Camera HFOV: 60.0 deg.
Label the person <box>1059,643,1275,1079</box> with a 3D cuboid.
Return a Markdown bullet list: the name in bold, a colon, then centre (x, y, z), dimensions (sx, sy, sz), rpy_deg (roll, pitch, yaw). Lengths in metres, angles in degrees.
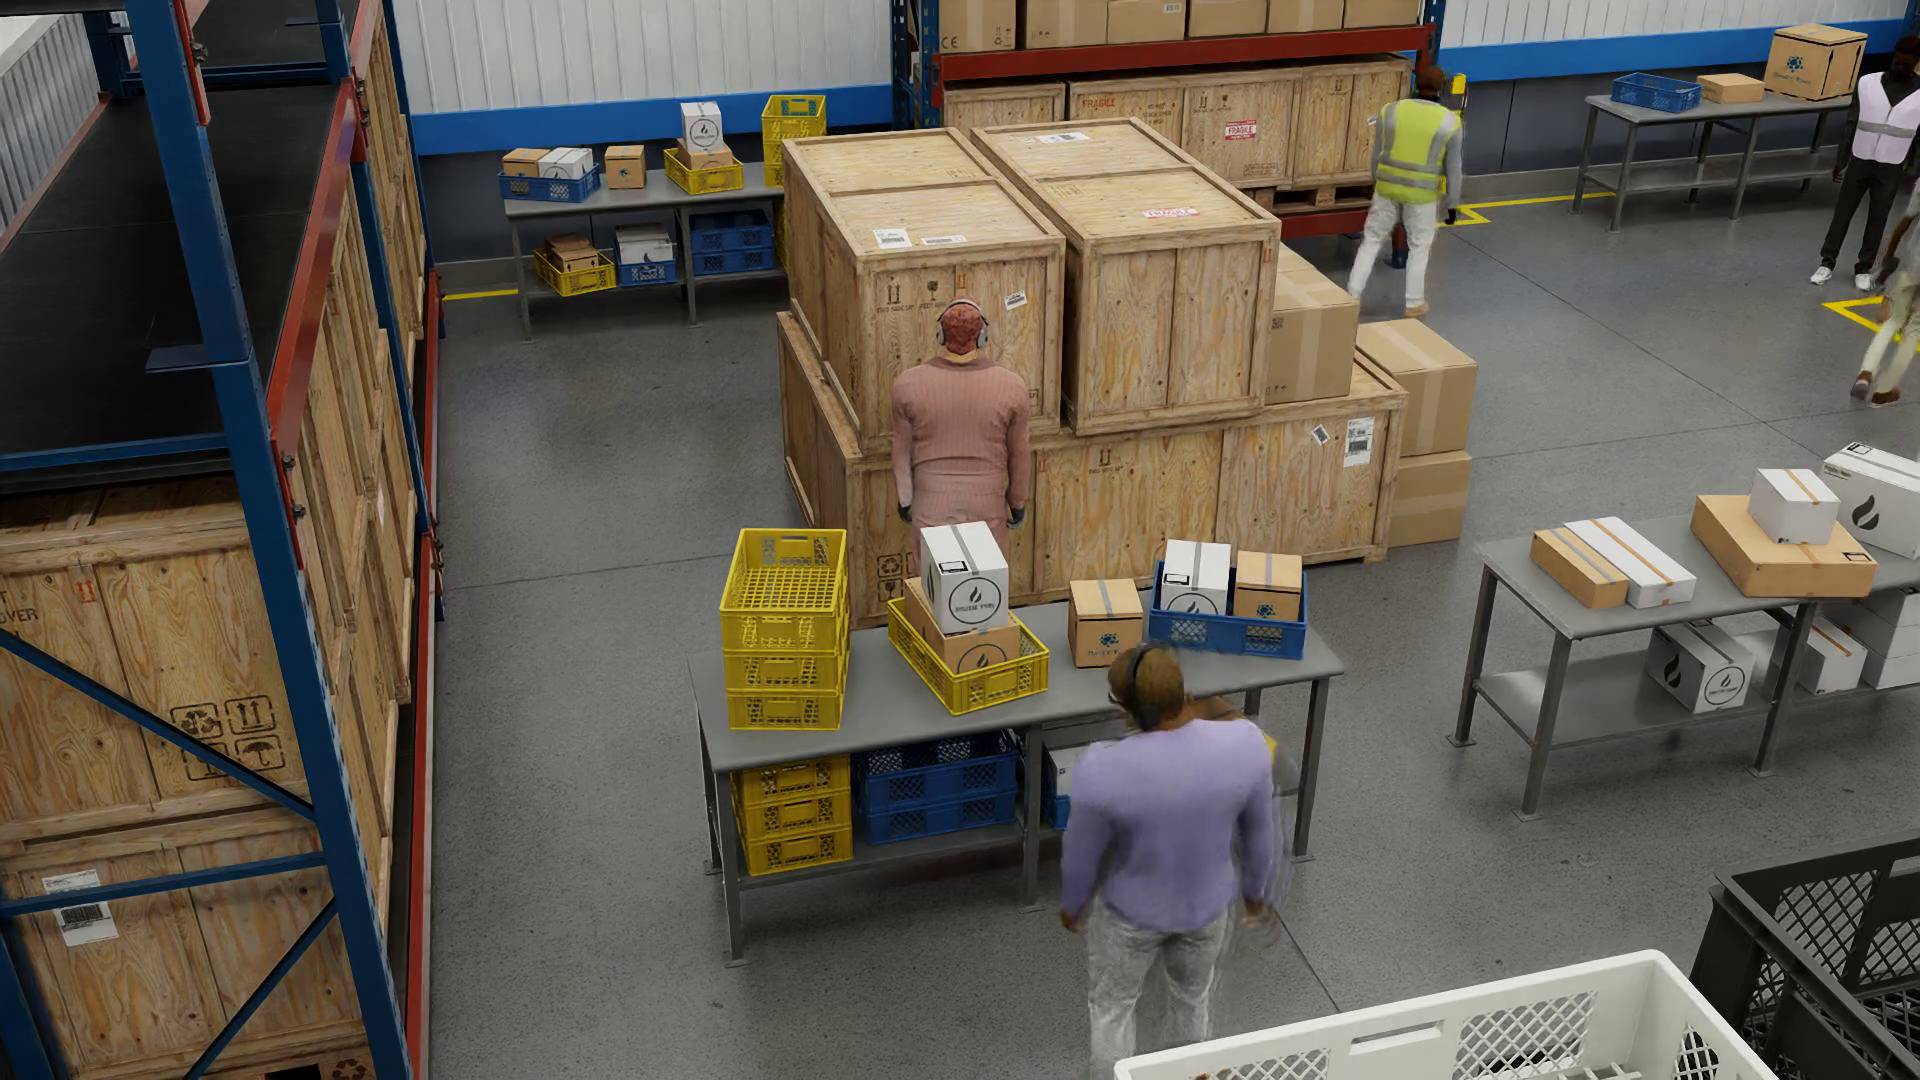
- **person**: centre (0.642, 1.167, 5.288), dimensions (0.695, 1.909, 0.391), rpy_deg (-4, 29, -7)

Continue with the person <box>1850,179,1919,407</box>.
- **person**: centre (6.108, -1.672, 10.516), dimensions (0.480, 1.835, 0.572), rpy_deg (-23, 36, -36)

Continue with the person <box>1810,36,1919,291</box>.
- **person**: centre (6.934, -2.846, 12.565), dimensions (0.588, 1.913, 0.398), rpy_deg (16, 33, 27)

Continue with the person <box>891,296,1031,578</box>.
- **person**: centre (0.007, -0.228, 7.834), dimensions (0.645, 1.899, 0.397), rpy_deg (1, 29, 1)

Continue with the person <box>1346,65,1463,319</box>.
- **person**: centre (3.199, -2.479, 12.000), dimensions (0.780, 1.822, 0.532), rpy_deg (13, 32, 23)
